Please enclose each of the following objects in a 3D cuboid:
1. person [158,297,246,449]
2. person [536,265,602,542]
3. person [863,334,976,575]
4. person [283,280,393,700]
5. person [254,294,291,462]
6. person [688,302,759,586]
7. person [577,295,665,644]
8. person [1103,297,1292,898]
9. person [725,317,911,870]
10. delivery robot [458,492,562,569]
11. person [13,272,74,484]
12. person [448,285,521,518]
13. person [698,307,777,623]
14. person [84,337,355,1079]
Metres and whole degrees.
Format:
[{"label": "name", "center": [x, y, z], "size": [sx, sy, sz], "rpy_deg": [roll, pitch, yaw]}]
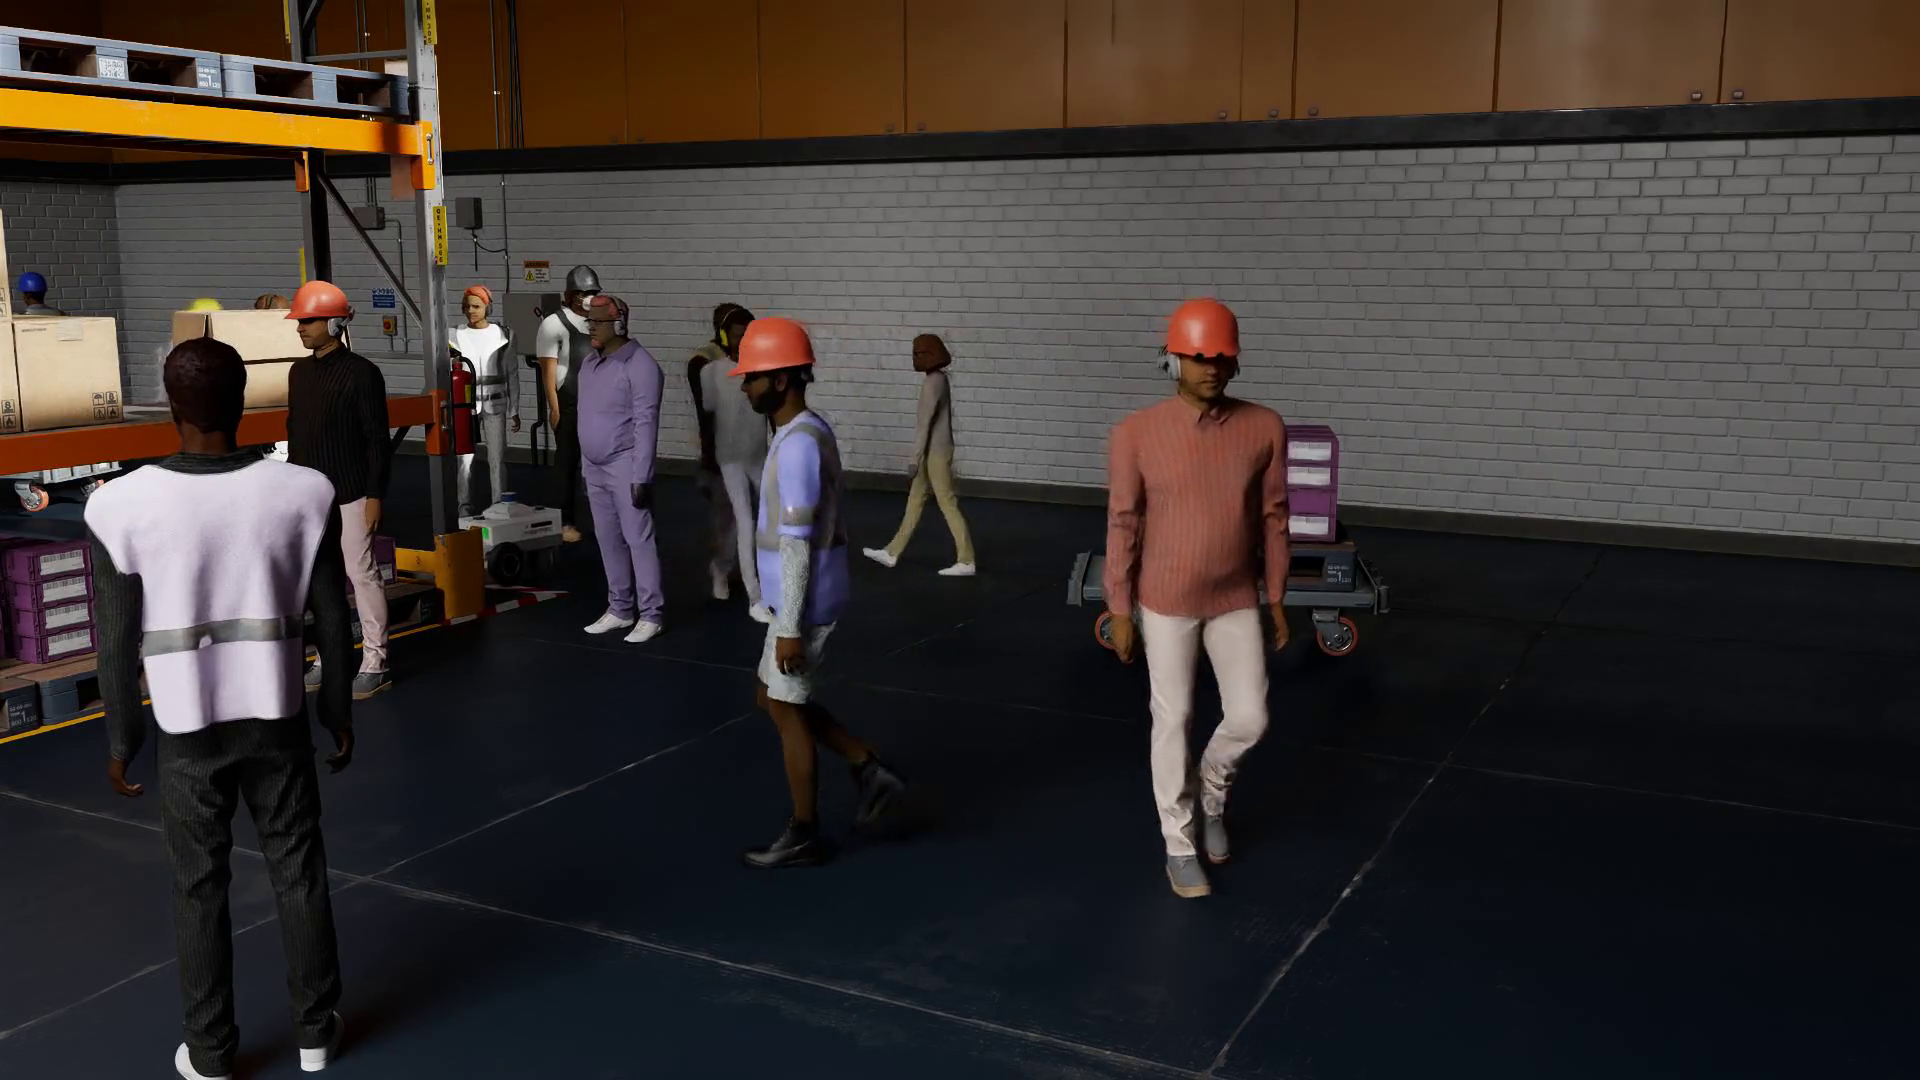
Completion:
[{"label": "person", "center": [-5.435, -0.840, 12.002], "size": [0.609, 1.810, 0.428], "rpy_deg": [1, 10, 3]}, {"label": "person", "center": [-2.753, -1.017, 12.364], "size": [0.535, 2.000, 0.674], "rpy_deg": [9, 13, 42]}, {"label": "person", "center": [-0.265, -0.553, 10.973], "size": [0.810, 1.591, 0.512], "rpy_deg": [1, 10, 4]}, {"label": "person", "center": [-2.995, -0.235, 7.968], "size": [0.622, 1.993, 0.382], "rpy_deg": [5, 11, 28]}, {"label": "person", "center": [-4.723, -0.779, 11.559], "size": [0.429, 1.842, 0.633], "rpy_deg": [-1, 10, -4]}, {"label": "person", "center": [-1.452, -0.600, 10.596], "size": [0.456, 1.820, 0.630], "rpy_deg": [8, 12, 37]}, {"label": "person", "center": [-1.896, -0.387, 9.127], "size": [0.646, 1.901, 0.398], "rpy_deg": [9, 13, 42]}, {"label": "person", "center": [0.789, 0.198, 5.494], "size": [0.648, 1.980, 0.433], "rpy_deg": [-1, 10, -7]}, {"label": "person", "center": [-0.516, 0.199, 5.684], "size": [0.538, 1.917, 0.574], "rpy_deg": [-1, 10, -6]}, {"label": "delivery robot", "center": [-2.955, -0.072, 10.919], "size": [0.477, 0.478, 0.707], "rpy_deg": [6, 11, 32]}, {"label": "person", "center": [-8.468, -1.493, 15.378], "size": [0.380, 1.951, 0.604], "rpy_deg": [5, 11, 25]}, {"label": "person", "center": [-3.619, -0.978, 12.596], "size": [0.574, 1.881, 0.358], "rpy_deg": [-3, 10, -19]}, {"label": "person", "center": [-1.313, -0.469, 9.860], "size": [0.529, 1.825, 0.921], "rpy_deg": [-7, 12, -34]}, {"label": "person", "center": [-1.839, 0.452, 4.213], "size": [0.597, 1.916, 0.379], "rpy_deg": [-6, 11, -30]}]
